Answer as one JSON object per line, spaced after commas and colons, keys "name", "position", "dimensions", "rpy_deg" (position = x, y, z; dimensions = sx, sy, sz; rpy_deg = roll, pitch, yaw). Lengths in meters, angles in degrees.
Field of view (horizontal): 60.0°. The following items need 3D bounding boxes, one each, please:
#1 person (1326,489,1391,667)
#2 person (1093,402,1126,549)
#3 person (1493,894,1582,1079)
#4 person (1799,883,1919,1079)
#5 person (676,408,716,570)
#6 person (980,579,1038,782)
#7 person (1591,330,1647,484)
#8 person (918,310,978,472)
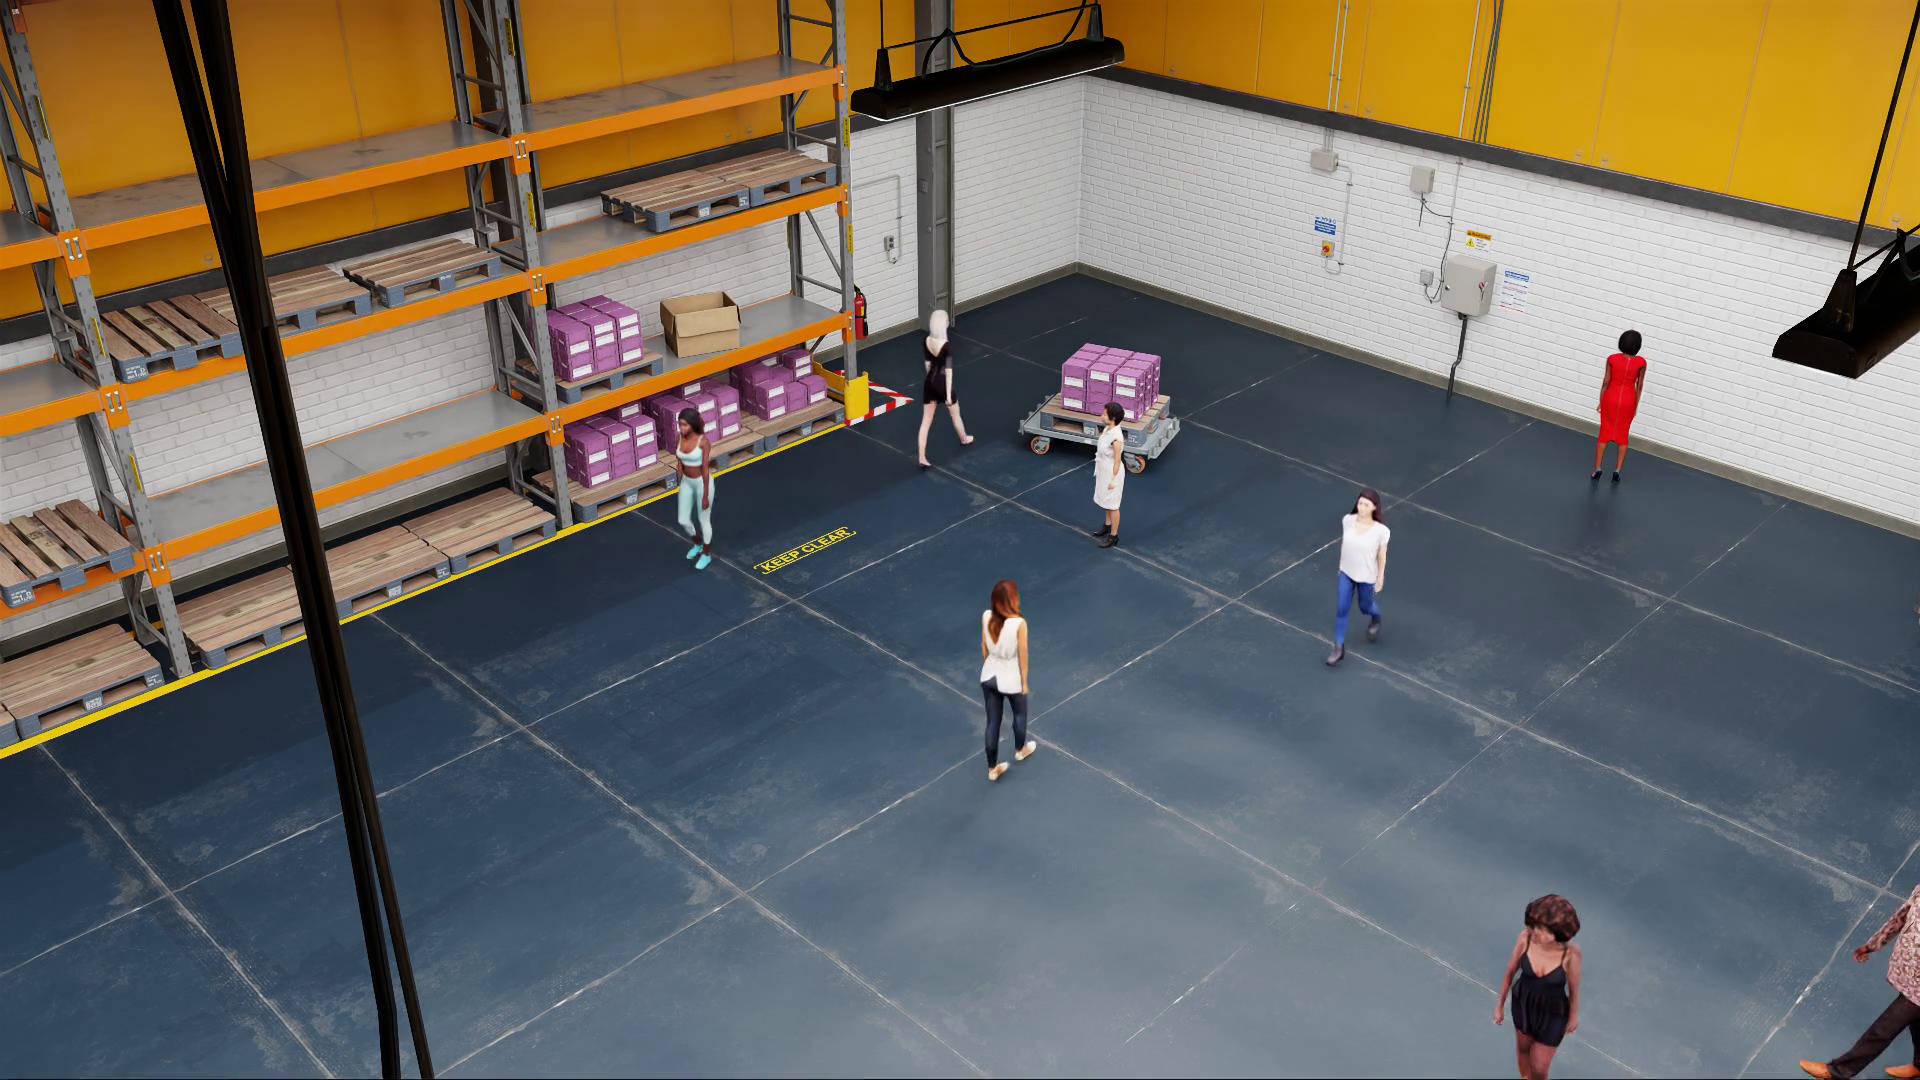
{"name": "person", "position": [3.591, 0.304, 14.803], "dimensions": [0.678, 1.660, 1.061], "rpy_deg": [21, 35, 33]}
{"name": "person", "position": [1.517, -0.674, 16.704], "dimensions": [0.685, 1.556, 0.643], "rpy_deg": [-3, 29, -6]}
{"name": "person", "position": [3.542, 2.810, 10.096], "dimensions": [0.644, 1.769, 0.713], "rpy_deg": [19, 34, 31]}
{"name": "person", "position": [6.007, 2.718, 10.271], "dimensions": [1.162, 1.762, 1.182], "rpy_deg": [4, 29, 7]}
{"name": "person", "position": [-2.524, -0.534, 16.283], "dimensions": [0.646, 1.714, 0.674], "rpy_deg": [12, 31, 21]}
{"name": "person", "position": [0.298, 1.151, 13.138], "dimensions": [0.742, 1.769, 0.889], "rpy_deg": [16, 32, 26]}
{"name": "person", "position": [7.090, -1.439, 17.912], "dimensions": [0.638, 1.743, 0.639], "rpy_deg": [9, 30, 16]}
{"name": "person", "position": [-0.299, -1.590, 18.150], "dimensions": [0.742, 1.780, 1.210], "rpy_deg": [19, 34, 31]}
